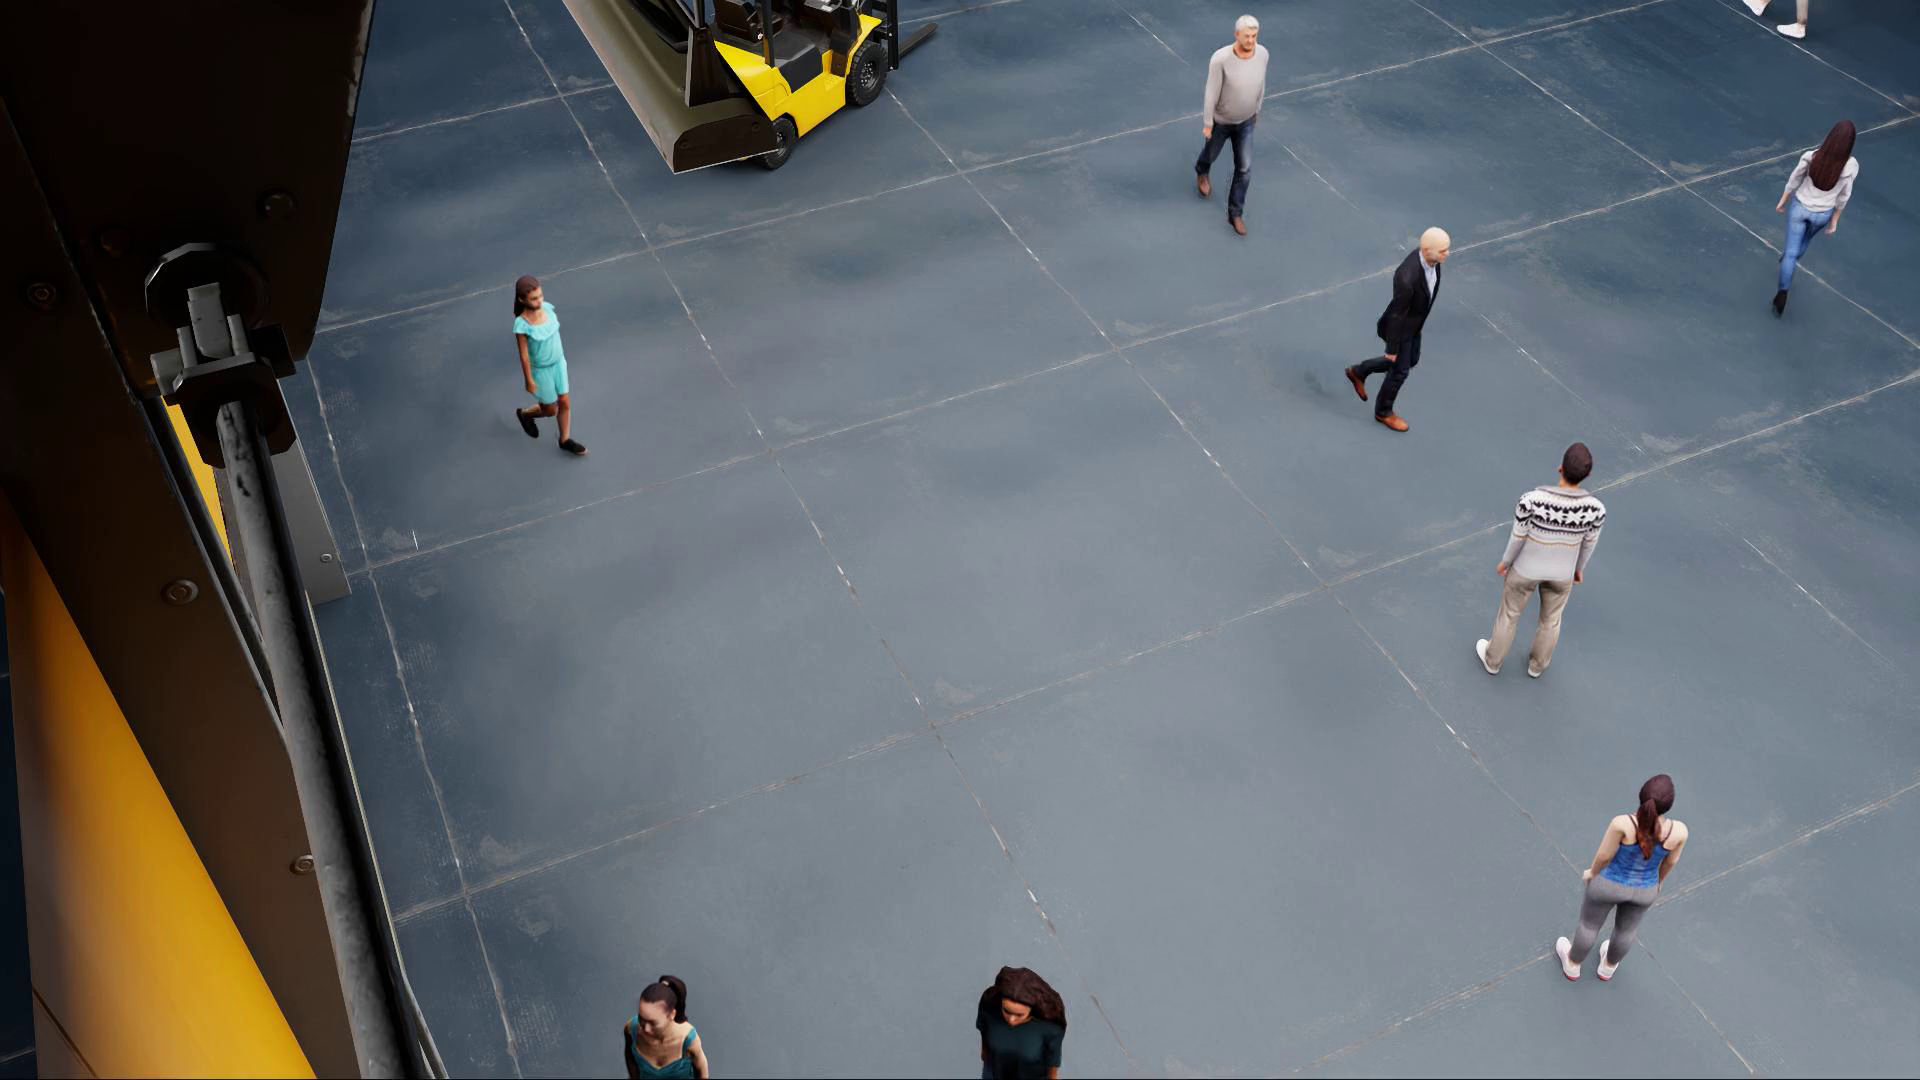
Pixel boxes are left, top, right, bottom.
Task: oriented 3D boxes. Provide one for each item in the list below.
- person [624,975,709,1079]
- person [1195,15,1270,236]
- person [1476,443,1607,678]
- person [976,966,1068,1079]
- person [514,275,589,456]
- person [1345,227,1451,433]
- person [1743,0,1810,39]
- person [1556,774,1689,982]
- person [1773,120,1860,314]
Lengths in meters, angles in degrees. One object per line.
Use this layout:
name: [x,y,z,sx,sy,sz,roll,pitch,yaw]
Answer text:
person: [-1.368,2.622,7.946,0.626,1.685,0.664,10,44,10]
person: [2.314,-3.693,14.442,0.910,1.869,1.294,-9,44,-10]
person: [3.653,0.158,10.405,0.767,1.861,0.772,5,44,6]
person: [0.311,2.506,8.137,0.970,1.589,1.054,12,45,12]
person: [-3.082,-1.288,12.150,0.901,1.547,0.796,21,48,21]
person: [3.212,-1.617,12.331,1.012,1.774,0.926,29,51,27]
person: [8.701,-5.977,16.888,1.131,1.802,0.928,33,53,30]
person: [3.536,1.814,8.849,0.650,1.609,0.682,6,44,6]
person: [6.891,-2.592,13.492,1.030,1.585,1.106,12,45,13]
